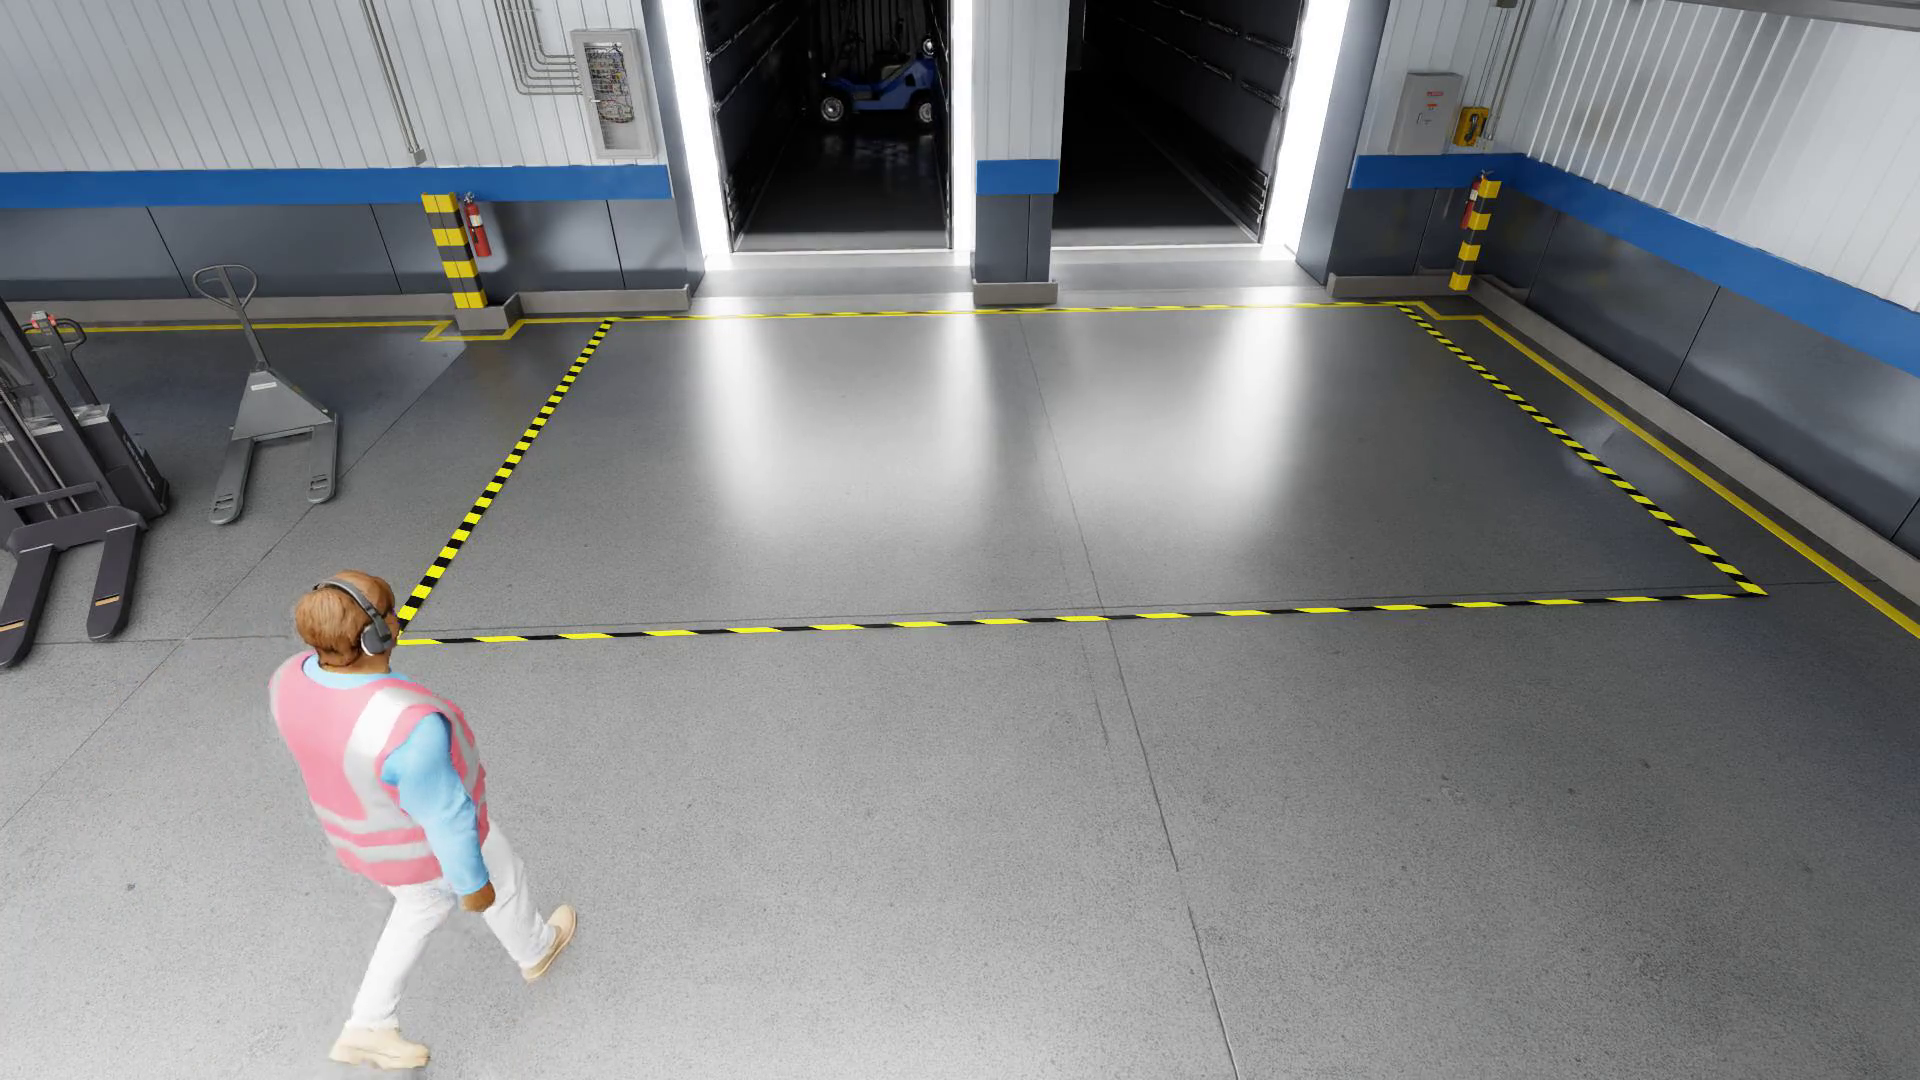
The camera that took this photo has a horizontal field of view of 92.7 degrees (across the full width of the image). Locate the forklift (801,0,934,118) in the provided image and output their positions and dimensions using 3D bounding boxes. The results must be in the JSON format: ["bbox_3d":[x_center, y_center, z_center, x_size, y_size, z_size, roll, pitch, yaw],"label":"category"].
[{"bbox_3d":[-1.462,-8.515,15.913,2.680,2.036,1.157,-2,35,-4],"label":"forklift"}]

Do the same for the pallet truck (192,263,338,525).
[{"bbox_3d":[-4.778,-1.027,6.128,0.680,1.201,1.601,-17,38,-23],"label":"pallet truck"}]

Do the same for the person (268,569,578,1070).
[{"bbox_3d":[-1.728,0.943,2.814,0.660,1.797,0.817,14,37,19],"label":"person"}]

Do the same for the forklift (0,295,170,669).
[{"bbox_3d":[-5.212,-0.618,4.878,0.823,1.965,1.885,-20,39,-26],"label":"forklift"}]
